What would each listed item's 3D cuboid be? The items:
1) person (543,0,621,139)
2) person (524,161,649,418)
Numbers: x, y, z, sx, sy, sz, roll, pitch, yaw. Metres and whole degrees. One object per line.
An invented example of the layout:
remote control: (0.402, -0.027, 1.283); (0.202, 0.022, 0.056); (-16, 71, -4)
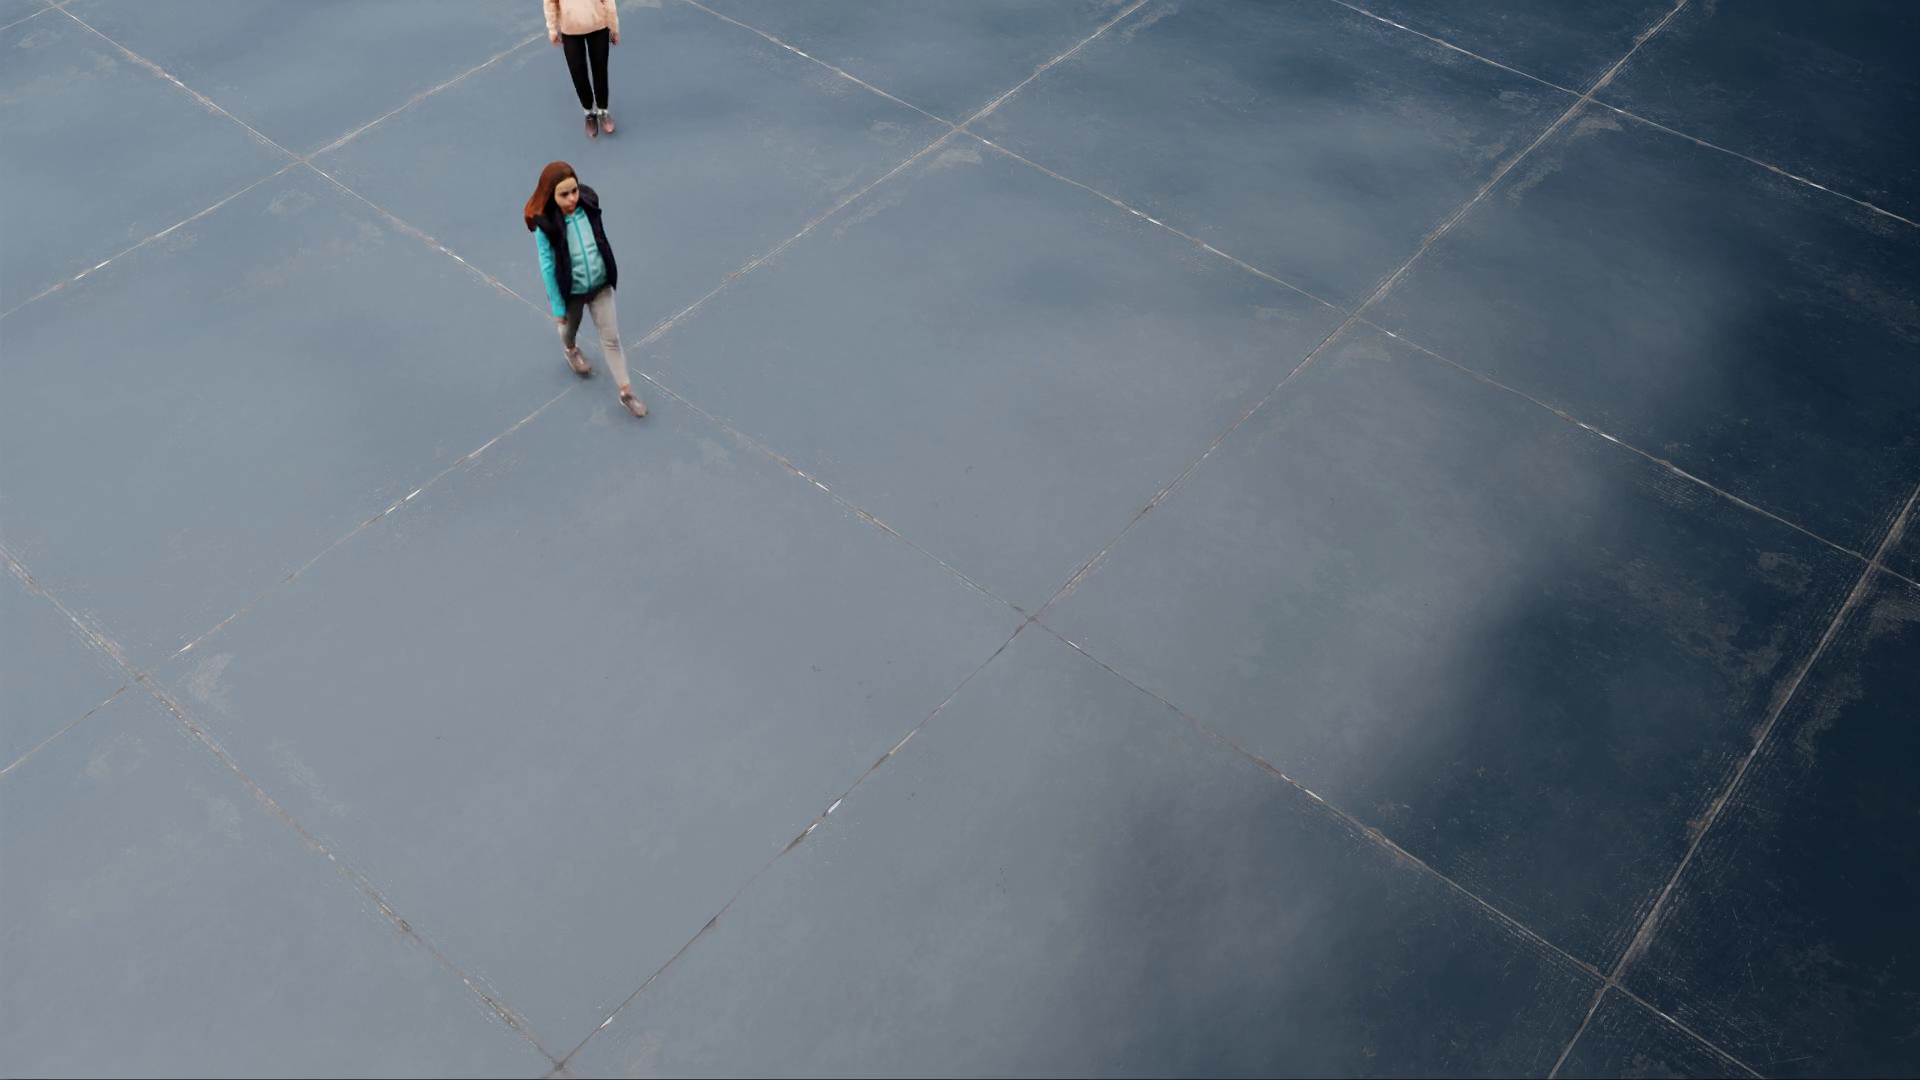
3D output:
person: (-2.371, -3.245, 10.445); (0.633, 1.470, 0.735); (-15, 49, -13)
person: (-2.034, -1.362, 8.711); (0.964, 1.461, 0.738); (-33, 55, -26)
